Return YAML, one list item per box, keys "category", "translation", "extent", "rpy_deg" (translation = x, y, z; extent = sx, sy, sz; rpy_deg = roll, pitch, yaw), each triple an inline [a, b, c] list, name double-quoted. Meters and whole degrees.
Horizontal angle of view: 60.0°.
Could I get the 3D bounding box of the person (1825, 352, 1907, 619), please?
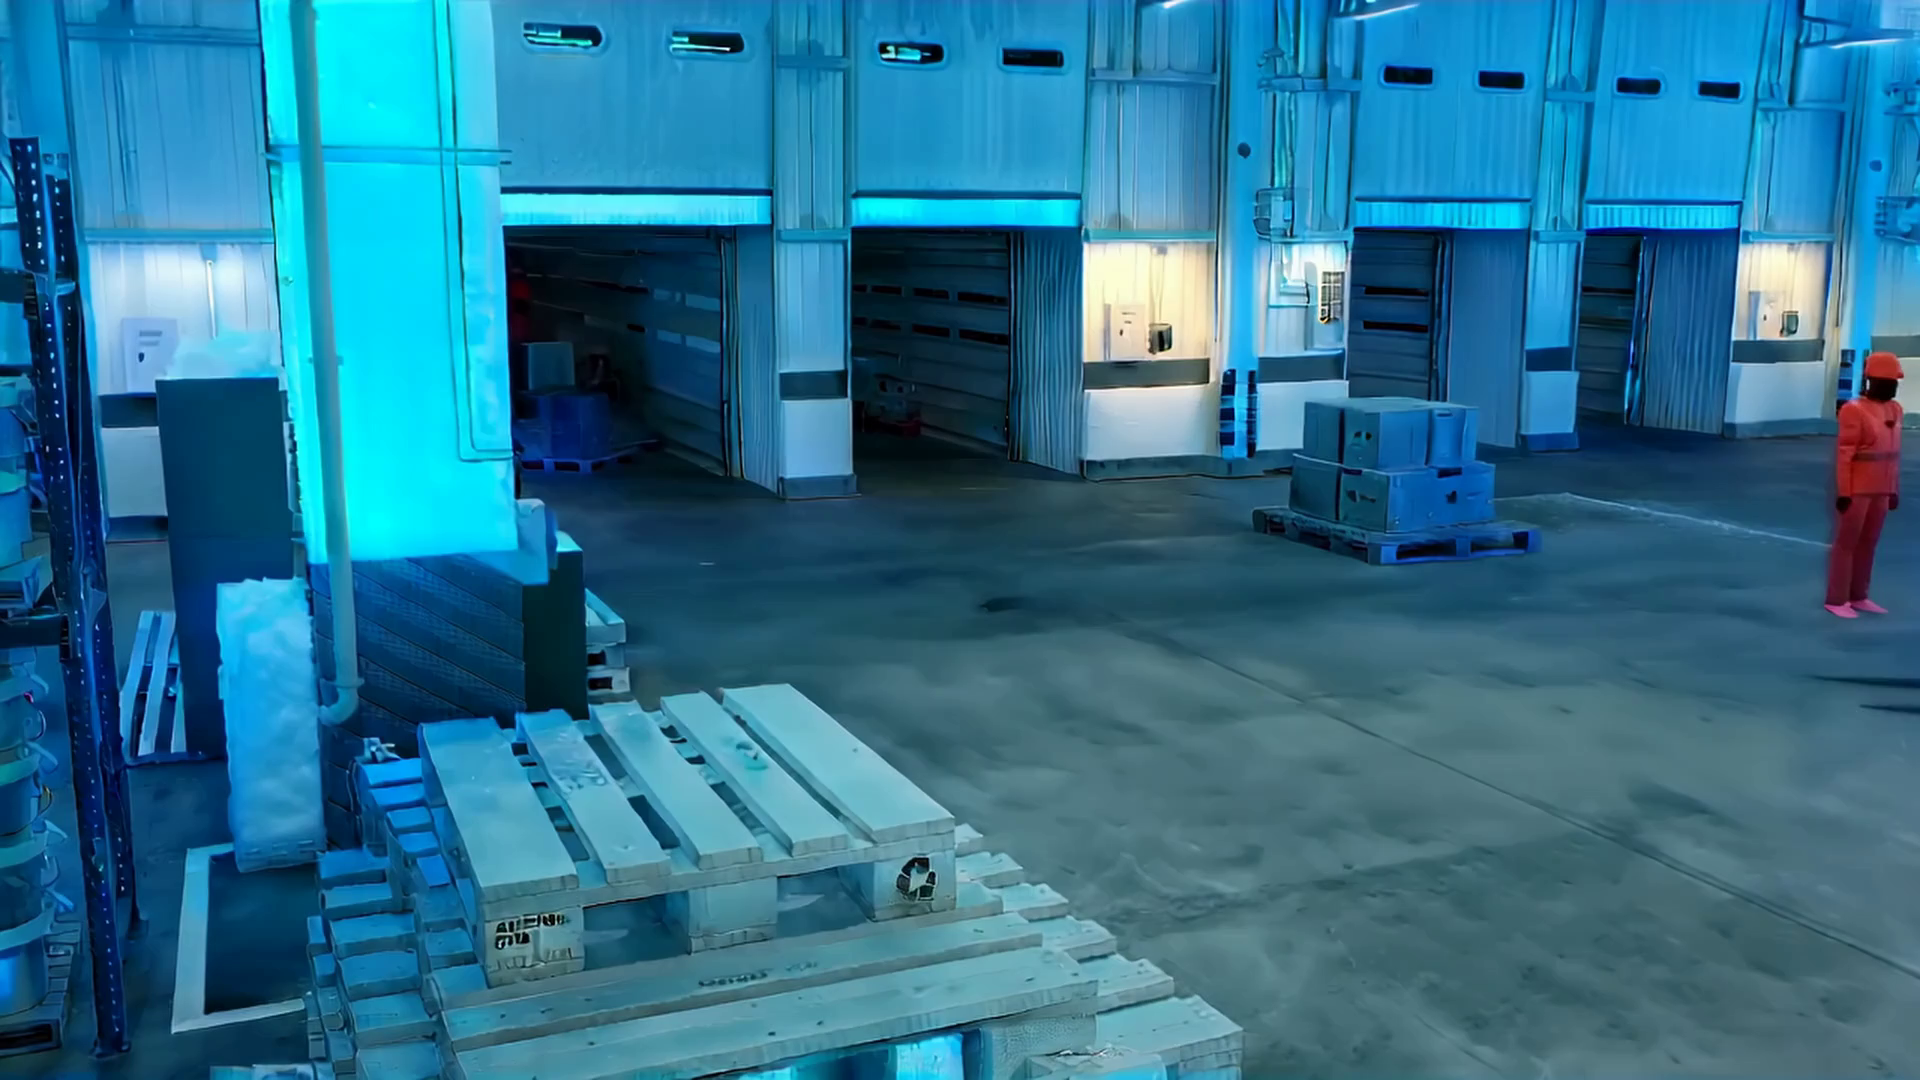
- category: "person"
  translation: [6.560, -0.393, 11.981]
  extent: [0.594, 1.924, 0.382]
  rpy_deg: [-5, 11, -25]
